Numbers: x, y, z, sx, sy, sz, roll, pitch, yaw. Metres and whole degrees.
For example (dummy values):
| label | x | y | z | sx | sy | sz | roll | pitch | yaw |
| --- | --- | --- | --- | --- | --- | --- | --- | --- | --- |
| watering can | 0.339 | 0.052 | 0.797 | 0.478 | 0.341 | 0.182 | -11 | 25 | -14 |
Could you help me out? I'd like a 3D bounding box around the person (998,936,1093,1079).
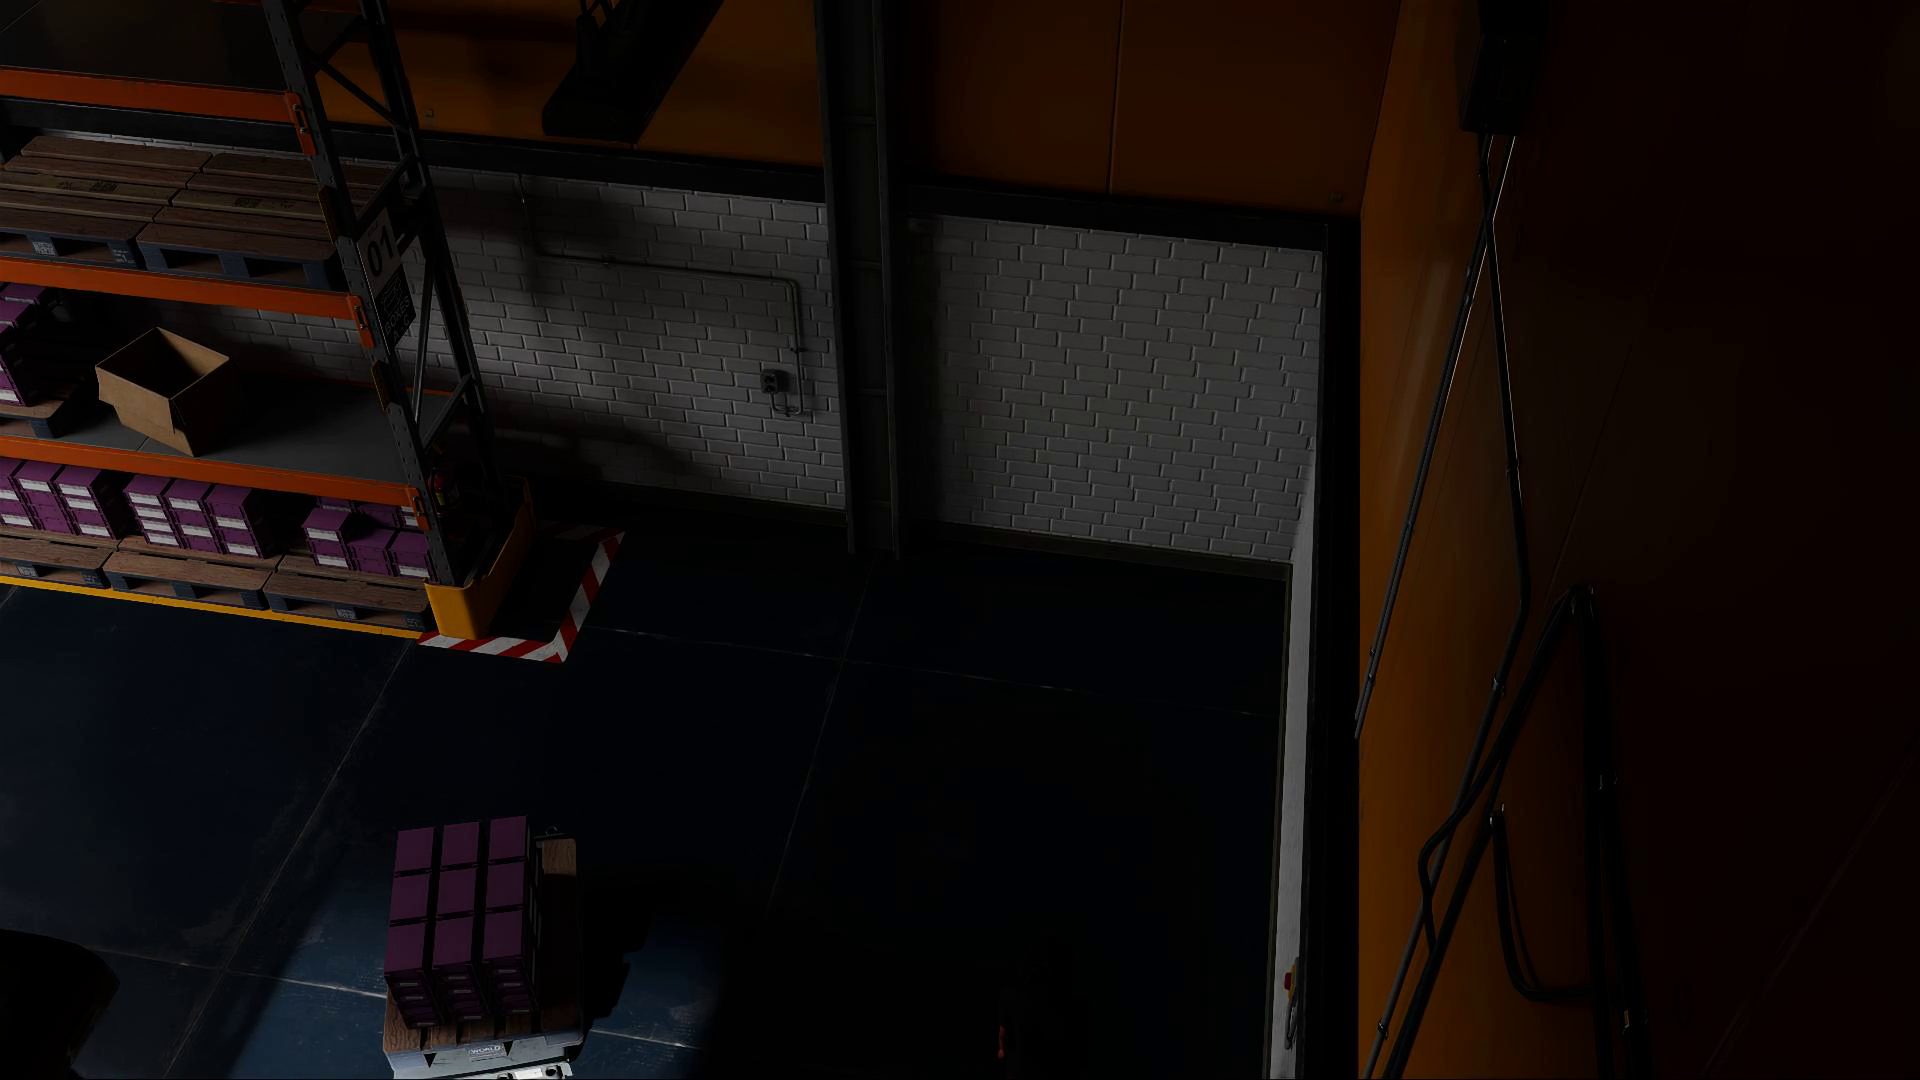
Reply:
| label | x | y | z | sx | sy | sz | roll | pitch | yaw |
| --- | --- | --- | --- | --- | --- | --- | --- | --- | --- |
| person | 0.416 | 2.559 | 8.303 | 0.529 | 1.784 | 0.685 | 4 | 44 | 4 |
